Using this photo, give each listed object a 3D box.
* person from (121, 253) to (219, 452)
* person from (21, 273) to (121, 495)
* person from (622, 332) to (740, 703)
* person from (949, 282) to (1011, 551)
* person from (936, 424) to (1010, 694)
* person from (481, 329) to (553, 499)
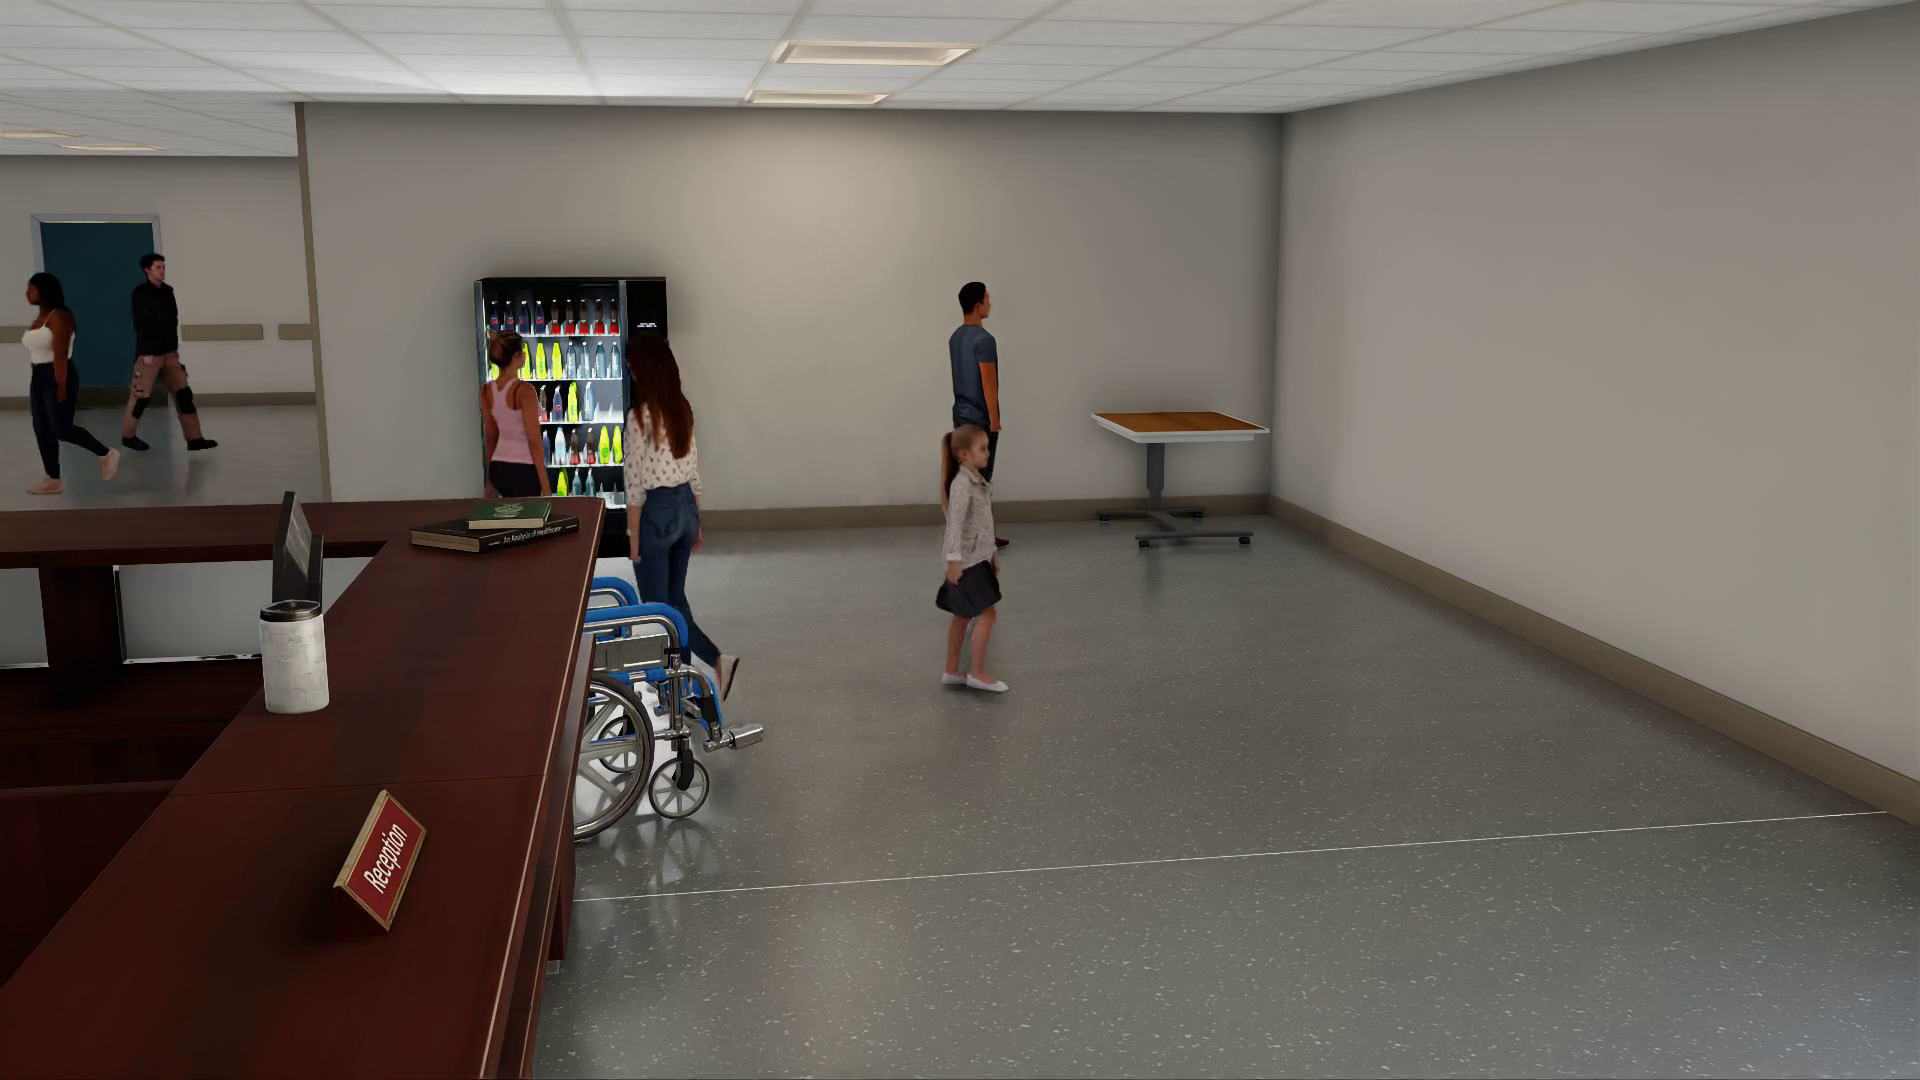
[{"bbox_3d":[-7.756,-1.745,15.899,1.343,1.873,1.074,3,11,16],"label":"person"},{"bbox_3d":[-7.280,-1.260,13.555,0.975,1.793,1.062,9,14,40],"label":"person"},{"bbox_3d":[-1.263,-0.053,7.430,1.017,1.707,0.955,9,14,38],"label":"person"},{"bbox_3d":[0.095,-0.849,11.347,0.662,1.810,0.712,-6,12,-28],"label":"person"},{"bbox_3d":[-0.017,0.086,7.859,0.712,1.266,0.647,3,11,16],"label":"person"},{"bbox_3d":[-2.484,-0.328,9.122,0.981,1.614,1.073,8,13,37],"label":"person"}]
